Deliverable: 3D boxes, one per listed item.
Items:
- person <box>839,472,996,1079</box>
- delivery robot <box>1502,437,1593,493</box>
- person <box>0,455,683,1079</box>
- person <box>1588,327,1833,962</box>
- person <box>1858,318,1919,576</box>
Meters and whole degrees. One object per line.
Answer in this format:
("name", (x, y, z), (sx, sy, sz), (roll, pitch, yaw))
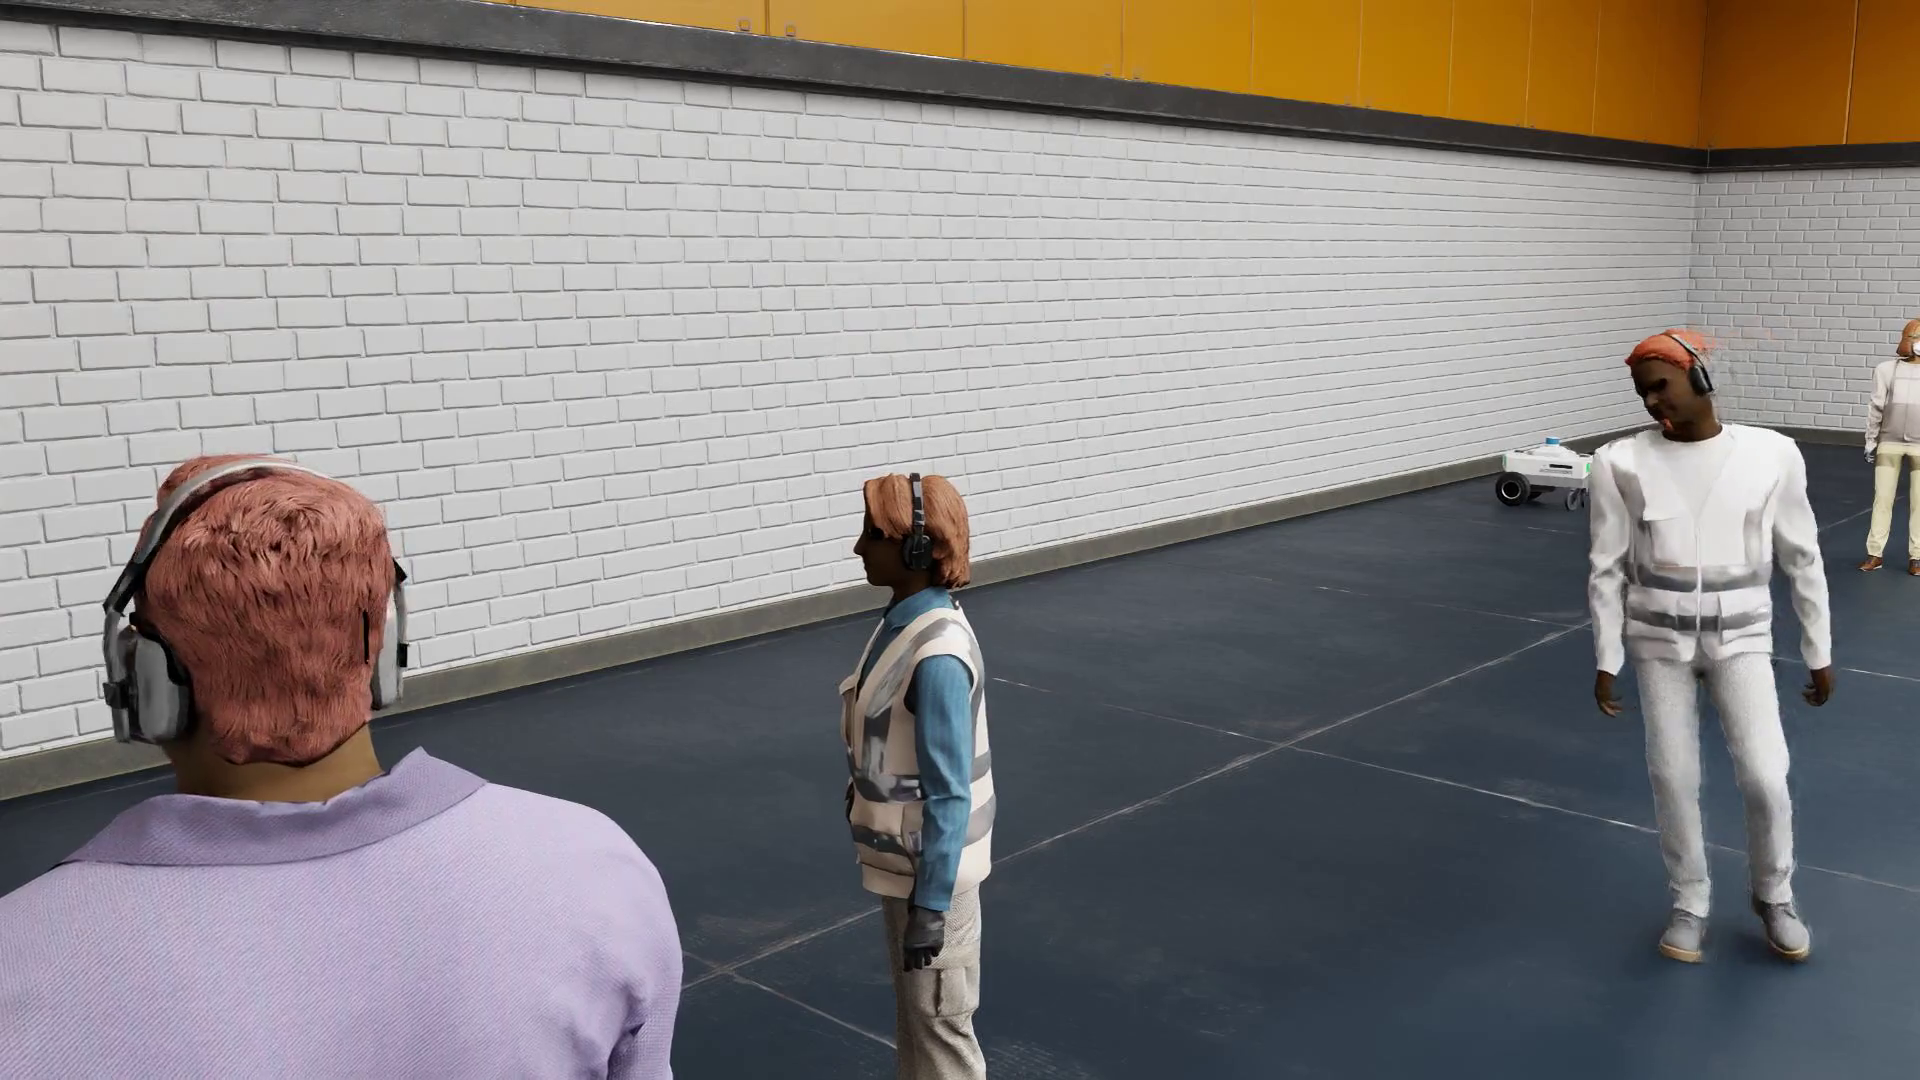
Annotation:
("person", (-0.083, 0.673, 3.386), (0.309, 1.641, 0.514), (-2, 10, -11))
("delivery robot", (4.764, -0.590, 13.404), (0.707, 0.478, 0.477), (7, 12, 34))
("person", (-0.563, 0.873, 1.492), (0.654, 1.905, 0.408), (-7, 12, -36))
("person", (2.150, 0.319, 4.823), (0.686, 1.853, 0.413), (4, 11, 23))
("person", (6.039, -0.591, 10.599), (0.500, 1.636, 0.280), (8, 12, 37))
